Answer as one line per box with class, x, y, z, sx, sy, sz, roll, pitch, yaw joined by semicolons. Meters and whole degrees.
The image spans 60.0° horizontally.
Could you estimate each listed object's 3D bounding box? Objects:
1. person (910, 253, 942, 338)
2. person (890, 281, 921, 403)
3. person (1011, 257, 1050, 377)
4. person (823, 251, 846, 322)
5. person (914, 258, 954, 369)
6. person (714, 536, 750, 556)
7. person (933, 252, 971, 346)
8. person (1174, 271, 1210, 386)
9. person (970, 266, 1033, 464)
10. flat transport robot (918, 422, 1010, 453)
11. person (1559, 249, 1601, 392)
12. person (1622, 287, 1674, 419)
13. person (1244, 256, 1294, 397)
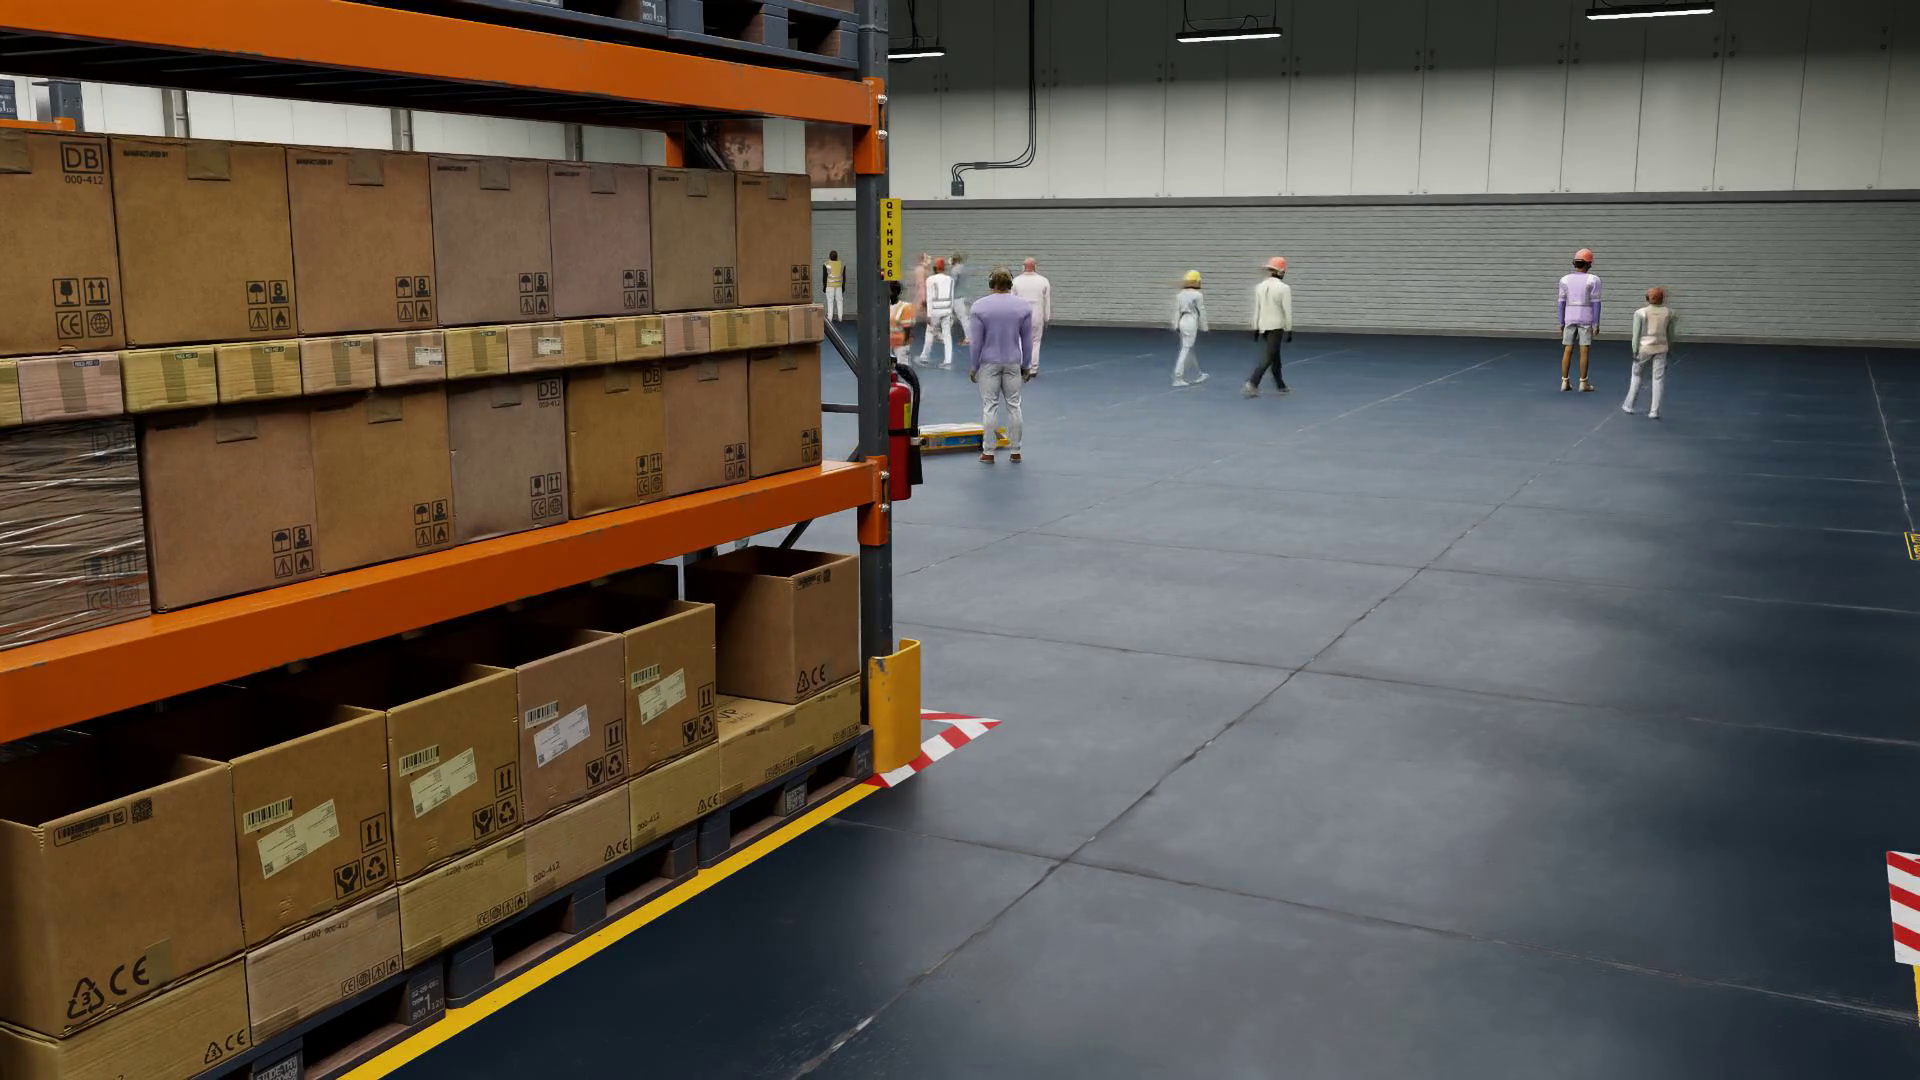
person;-0.781;-5.307;36.192;1.005;1.865;0.655;3;11;14
person;-0.793;-2.533;21.525;0.539;1.679;0.482;8;13;37
person;1.115;-3.525;26.389;0.641;1.891;0.421;0;10;1
person;-3.279;-6.590;43.223;0.633;1.843;0.429;-5;11;-24
person;-0.413;-3.823;28.111;0.610;1.843;0.940;-7;13;-34
person;-1.633;-0.645;11.369;0.507;1.634;0.280;3;11;17
person;-0.171;-4.890;33.787;0.981;1.891;0.652;2;11;10
person;3.517;-3.173;24.961;0.866;1.703;0.499;-6;12;-31
person;0.402;-1.712;16.356;0.635;1.938;0.359;-2;11;-11
flat transport robot;-0.163;-1.080;17.465;1.431;0.197;0.652;-7;13;-34
person;8.916;-3.154;23.937;0.608;2.044;0.370;9;14;40
person;8.537;-2.324;20.608;0.522;1.610;0.734;1;10;5
person;4.336;-2.979;23.239;0.986;1.959;0.636;-7;12;-32
